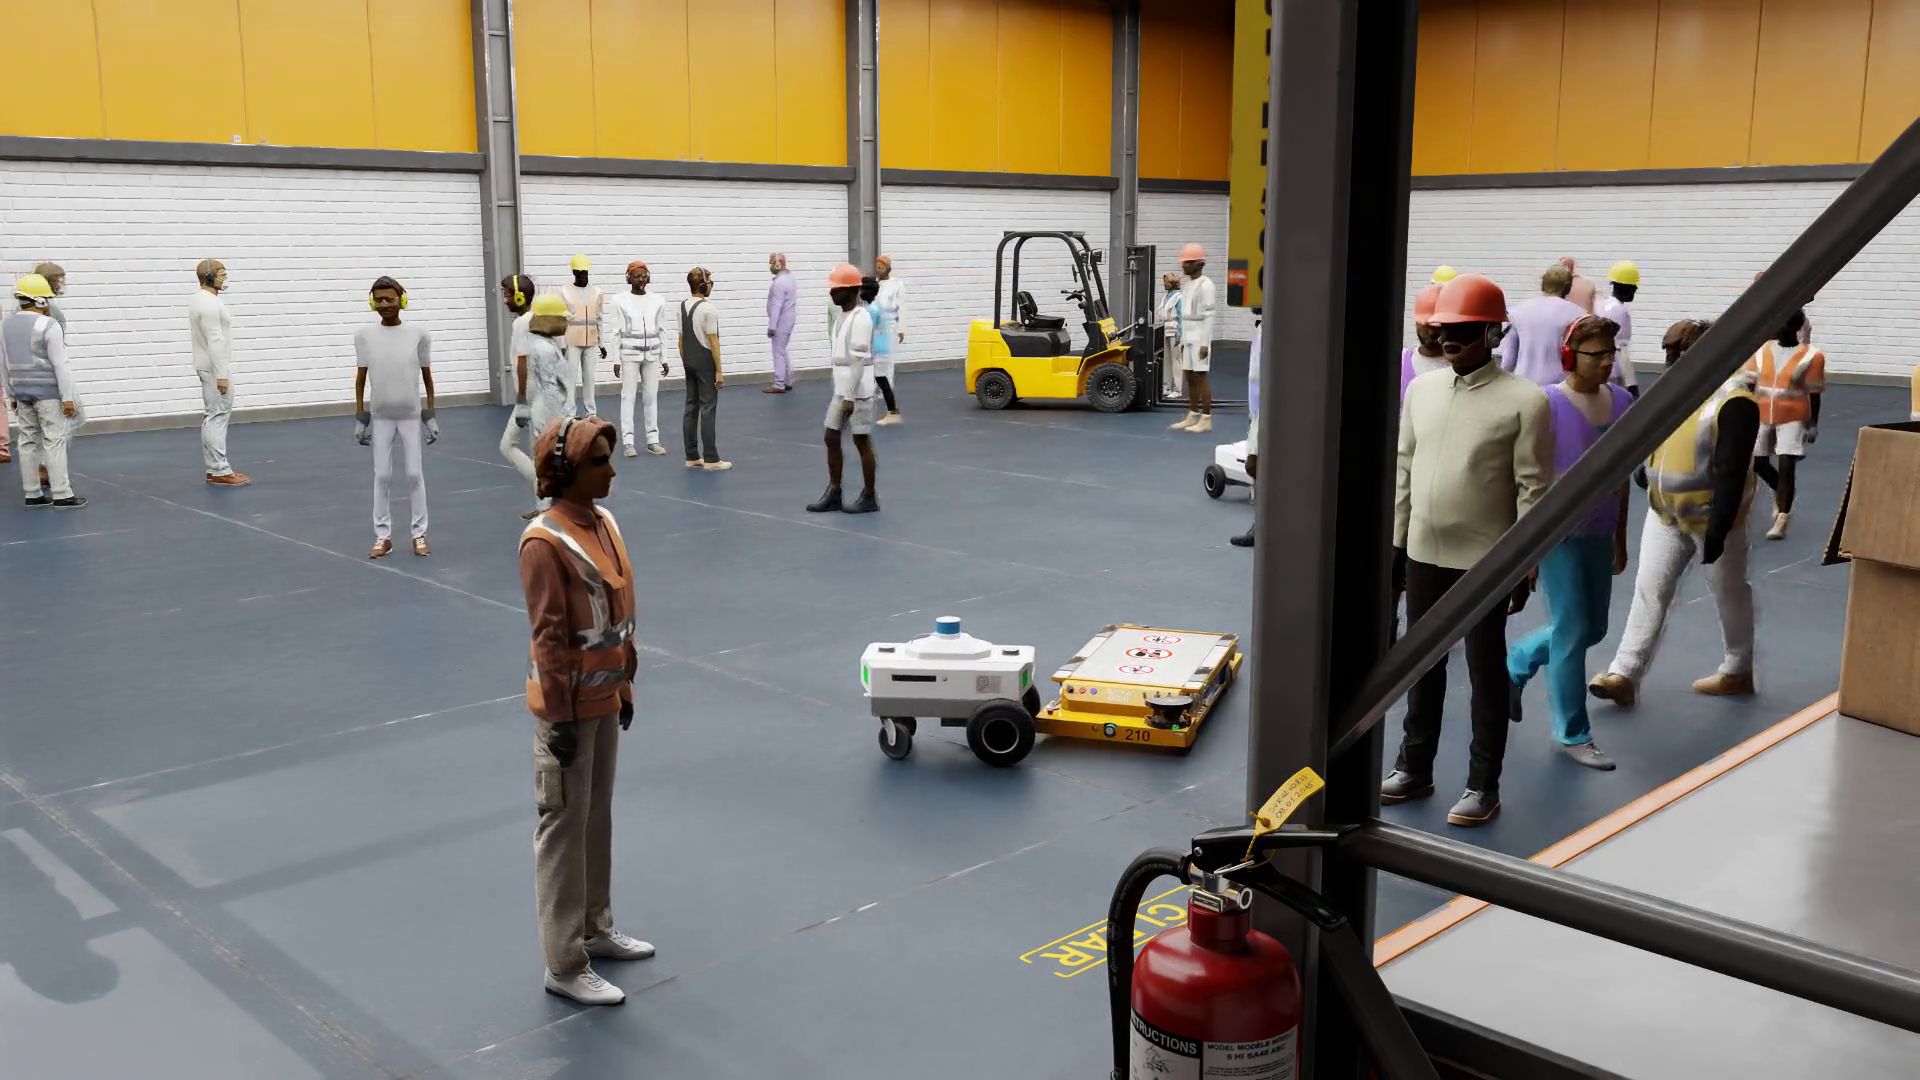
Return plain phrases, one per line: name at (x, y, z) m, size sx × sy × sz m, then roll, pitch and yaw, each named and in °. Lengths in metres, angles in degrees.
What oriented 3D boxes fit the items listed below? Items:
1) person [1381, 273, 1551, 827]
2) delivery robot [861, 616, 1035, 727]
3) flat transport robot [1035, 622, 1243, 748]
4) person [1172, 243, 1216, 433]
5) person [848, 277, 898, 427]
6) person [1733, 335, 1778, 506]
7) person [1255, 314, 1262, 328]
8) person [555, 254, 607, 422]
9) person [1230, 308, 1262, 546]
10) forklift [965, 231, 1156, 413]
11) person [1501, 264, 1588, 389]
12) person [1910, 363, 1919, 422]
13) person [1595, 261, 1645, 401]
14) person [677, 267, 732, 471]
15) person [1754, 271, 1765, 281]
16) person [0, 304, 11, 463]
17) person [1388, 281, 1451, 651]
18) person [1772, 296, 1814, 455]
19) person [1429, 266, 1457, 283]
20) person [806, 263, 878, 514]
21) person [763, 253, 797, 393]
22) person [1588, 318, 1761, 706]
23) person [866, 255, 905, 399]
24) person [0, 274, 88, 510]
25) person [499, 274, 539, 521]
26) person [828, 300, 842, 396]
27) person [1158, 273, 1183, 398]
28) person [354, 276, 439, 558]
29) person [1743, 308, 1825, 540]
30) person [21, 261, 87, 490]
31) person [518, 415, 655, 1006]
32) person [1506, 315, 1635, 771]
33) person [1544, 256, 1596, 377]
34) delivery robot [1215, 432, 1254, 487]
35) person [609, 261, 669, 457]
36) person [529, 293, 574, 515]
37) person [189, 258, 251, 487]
person at (1.821, 0.037, 6.068) m, size 0.379 × 1.996 × 0.610 m, roll -9°, pitch 14°, yaw -41°
delivery robot at (-0.050, 0.561, 6.886) m, size 0.707 × 0.478 × 0.477 m, roll 1°, pitch 11°, yaw 5°
flat transport robot at (0.848, 0.626, 7.559) m, size 0.652 × 0.197 × 1.431 m, roll 3°, pitch 11°, yaw 18°
person at (2.522, -2.171, 17.980) m, size 0.390 × 2.040 × 0.614 m, roll -3°, pitch 11°, yaw -16°
person at (-1.055, -2.095, 18.558) m, size 0.786 × 1.659 × 0.550 m, roll 0°, pitch 10°, yaw 2°
person at (5.913, -0.925, 12.437) m, size 0.529 × 1.569 × 0.880 m, roll 4°, pitch 11°, yaw 22°
person at (4.663, -3.346, 24.946) m, size 0.623 × 1.840 × 0.430 m, roll -7°, pitch 12°, yaw -33°
person at (-4.187, -2.197, 18.429) m, size 0.585 × 1.928 × 0.378 m, roll -9°, pitch 14°, yaw -40°
person at (2.116, -0.890, 11.319) m, size 0.464 × 1.919 × 0.569 m, roll -1°, pitch 10°, yaw -4°
forklift at (1.222, -2.721, 20.561) m, size 2.313 × 2.155 × 1.214 m, roll 2°, pitch 11°, yaw 13°
person at (4.530, -1.179, 12.938) m, size 0.476 × 1.916 × 0.643 m, roll -10°, pitch 14°, yaw -43°
person at (4.612, -0.254, 7.811) m, size 0.547 × 1.938 × 0.357 m, roll -4°, pitch 11°, yaw -20°
person at (5.749, -1.477, 14.623) m, size 0.408 × 1.901 × 0.640 m, roll 2°, pitch 11°, yaw 11°
person at (-2.339, -1.543, 15.094) m, size 0.508 × 1.846 × 0.345 m, roll 8°, pitch 13°, yaw 39°
person at (10.970, -2.860, 22.837) m, size 0.511 × 1.641 × 0.307 m, roll 5°, pitch 11°, yaw 25°
person at (-9.177, -1.652, 15.517) m, size 0.643 × 1.910 × 0.399 m, roll 7°, pitch 13°, yaw 35°
person at (2.340, -0.333, 8.311) m, size 0.559 × 1.909 × 0.532 m, roll 6°, pitch 12°, yaw 29°
person at (8.095, -1.692, 16.123) m, size 0.314 × 1.768 × 0.531 m, roll 3°, pitch 11°, yaw 15°
person at (4.753, -1.782, 16.429) m, size 0.403 × 1.833 × 0.586 m, roll 8°, pitch 13°, yaw 39°
person at (-0.891, -1.139, 12.700) m, size 0.542 × 1.931 × 0.560 m, roll -6°, pitch 12°, yaw -28°
person at (-2.448, -2.933, 22.538) m, size 0.441 × 1.897 × 0.686 m, roll 2°, pitch 11°, yaw 8°
person at (3.309, -0.110, 7.515) m, size 0.983 × 1.770 × 0.634 m, roll -4°, pitch 11°, yaw -23°
person at (-0.984, -2.802, 21.907) m, size 0.597 × 1.888 × 0.538 m, roll 6°, pitch 12°, yaw 29°
person at (-7.149, -1.143, 12.952) m, size 0.603 × 1.829 × 0.404 m, roll 3°, pitch 11°, yaw 15°
person at (-3.197, -1.035, 12.306) m, size 0.413 × 1.848 × 0.565 m, roll 2°, pitch 11°, yaw 10°
person at (-1.427, -2.367, 20.223) m, size 0.383 × 1.644 × 0.513 m, roll -9°, pitch 14°, yaw -42°
person at (2.778, -2.688, 21.890) m, size 0.311 × 1.642 × 0.513 m, roll -5°, pitch 11°, yaw -24°
person at (-3.741, -0.811, 11.037) m, size 0.534 × 1.868 × 0.310 m, roll -3°, pitch 11°, yaw -13°
person at (5.882, -0.871, 11.888) m, size 0.736 × 1.668 × 0.538 m, roll -10°, pitch 14°, yaw -43°
person at (-7.615, -1.360, 13.897) m, size 0.482 × 1.913 × 0.740 m, roll -8°, pitch 13°, yaw -38°
person at (-1.065, 0.468, 4.690) m, size 0.308 × 1.640 × 0.510 m, roll 1°, pitch 10°, yaw 7°
person at (2.473, -0.016, 6.826) m, size 0.575 × 1.820 × 0.678 m, roll -5°, pitch 12°, yaw -28°
person at (7.325, -2.471, 20.063) m, size 0.668 × 1.877 × 0.436 m, roll -2°, pitch 11°, yaw -11°
delivery robot at (2.351, -0.628, 13.366) m, size 0.477 × 0.478 × 0.707 m, roll -4°, pitch 11°, yaw -20°
person at (-3.101, -1.752, 16.130) m, size 0.575 × 1.883 × 0.355 m, roll -6°, pitch 12°, yaw -32°
person at (-2.775, -0.809, 11.411) m, size 0.316 × 1.739 × 0.515 m, roll -3°, pitch 11°, yaw -15°
person at (-6.342, -1.425, 14.193) m, size 0.361 × 1.938 × 0.635 m, roll -6°, pitch 12°, yaw -30°
